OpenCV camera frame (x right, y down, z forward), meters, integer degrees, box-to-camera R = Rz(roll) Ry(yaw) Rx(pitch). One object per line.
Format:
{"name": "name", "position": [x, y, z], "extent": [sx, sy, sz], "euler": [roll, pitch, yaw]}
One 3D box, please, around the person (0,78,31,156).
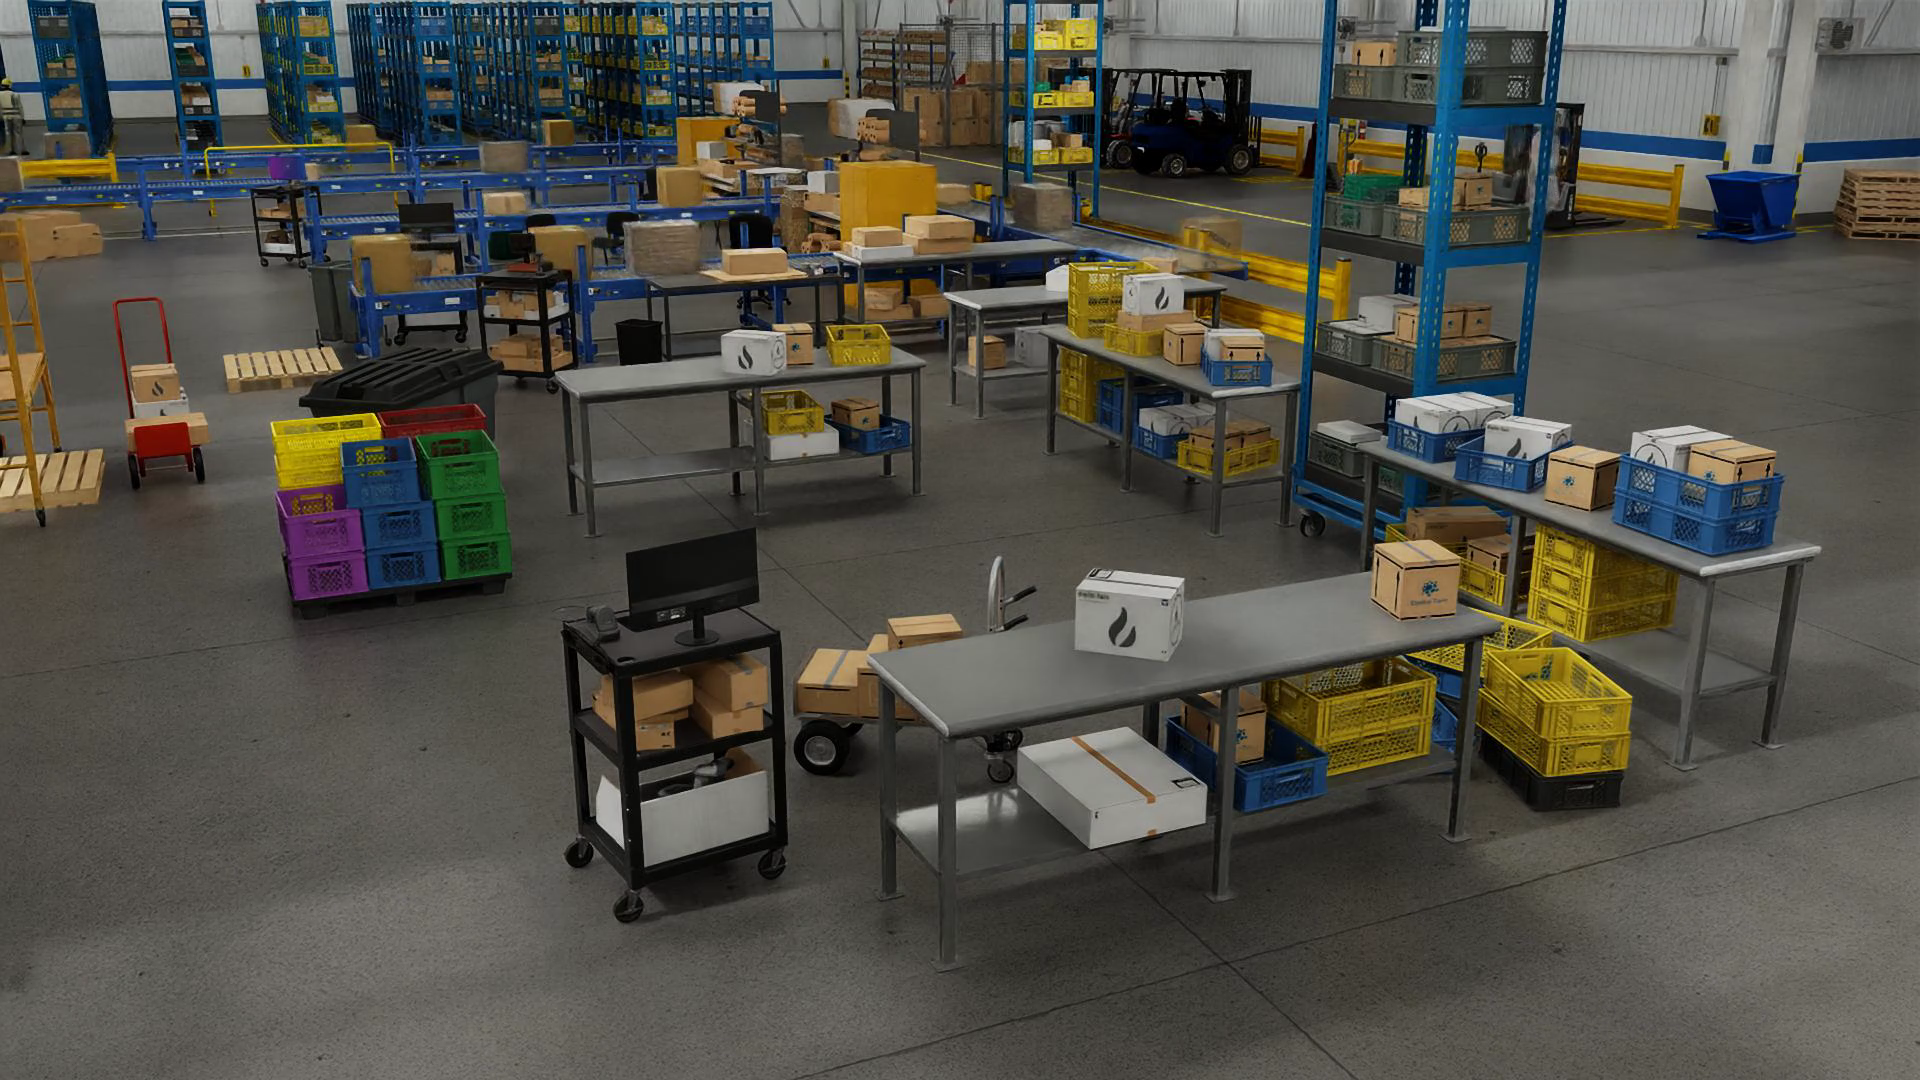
{"name": "person", "position": [-22.980, -10.252, 40.332], "extent": [0.590, 1.833, 0.404], "euler": [-2, 18, -5]}

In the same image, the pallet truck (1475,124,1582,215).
{"name": "pallet truck", "position": [9.707, -6.455, 28.103], "extent": [1.885, 1.965, 0.823], "euler": [-7, 19, -20]}

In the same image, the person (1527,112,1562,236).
{"name": "person", "position": [9.060, -5.657, 25.776], "extent": [0.674, 1.883, 0.450], "euler": [-13, 22, -35]}

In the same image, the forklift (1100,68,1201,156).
{"name": "forklift", "position": [4.082, -9.564, 37.410], "extent": [2.680, 1.987, 1.157], "euler": [-8, 19, -23]}

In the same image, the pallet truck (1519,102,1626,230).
{"name": "pallet truck", "position": [9.972, -6.037, 26.785], "extent": [1.885, 1.965, 0.823], "euler": [-9, 20, -25]}

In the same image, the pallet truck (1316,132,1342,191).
{"name": "pallet truck", "position": [7.723, -7.504, 32.656], "extent": [1.601, 1.201, 0.680], "euler": [-8, 19, -23]}

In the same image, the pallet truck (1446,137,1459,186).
{"name": "pallet truck", "position": [9.184, -6.485, 29.328], "extent": [1.630, 1.274, 0.653], "euler": [-8, 19, -23]}

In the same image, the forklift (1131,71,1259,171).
{"name": "forklift", "position": [4.998, -8.936, 35.413], "extent": [2.680, 1.987, 1.157], "euler": [-9, 20, -25]}

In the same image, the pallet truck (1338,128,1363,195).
{"name": "pallet truck", "position": [7.845, -7.140, 31.411], "extent": [1.522, 1.261, 0.704], "euler": [-9, 20, -25]}
